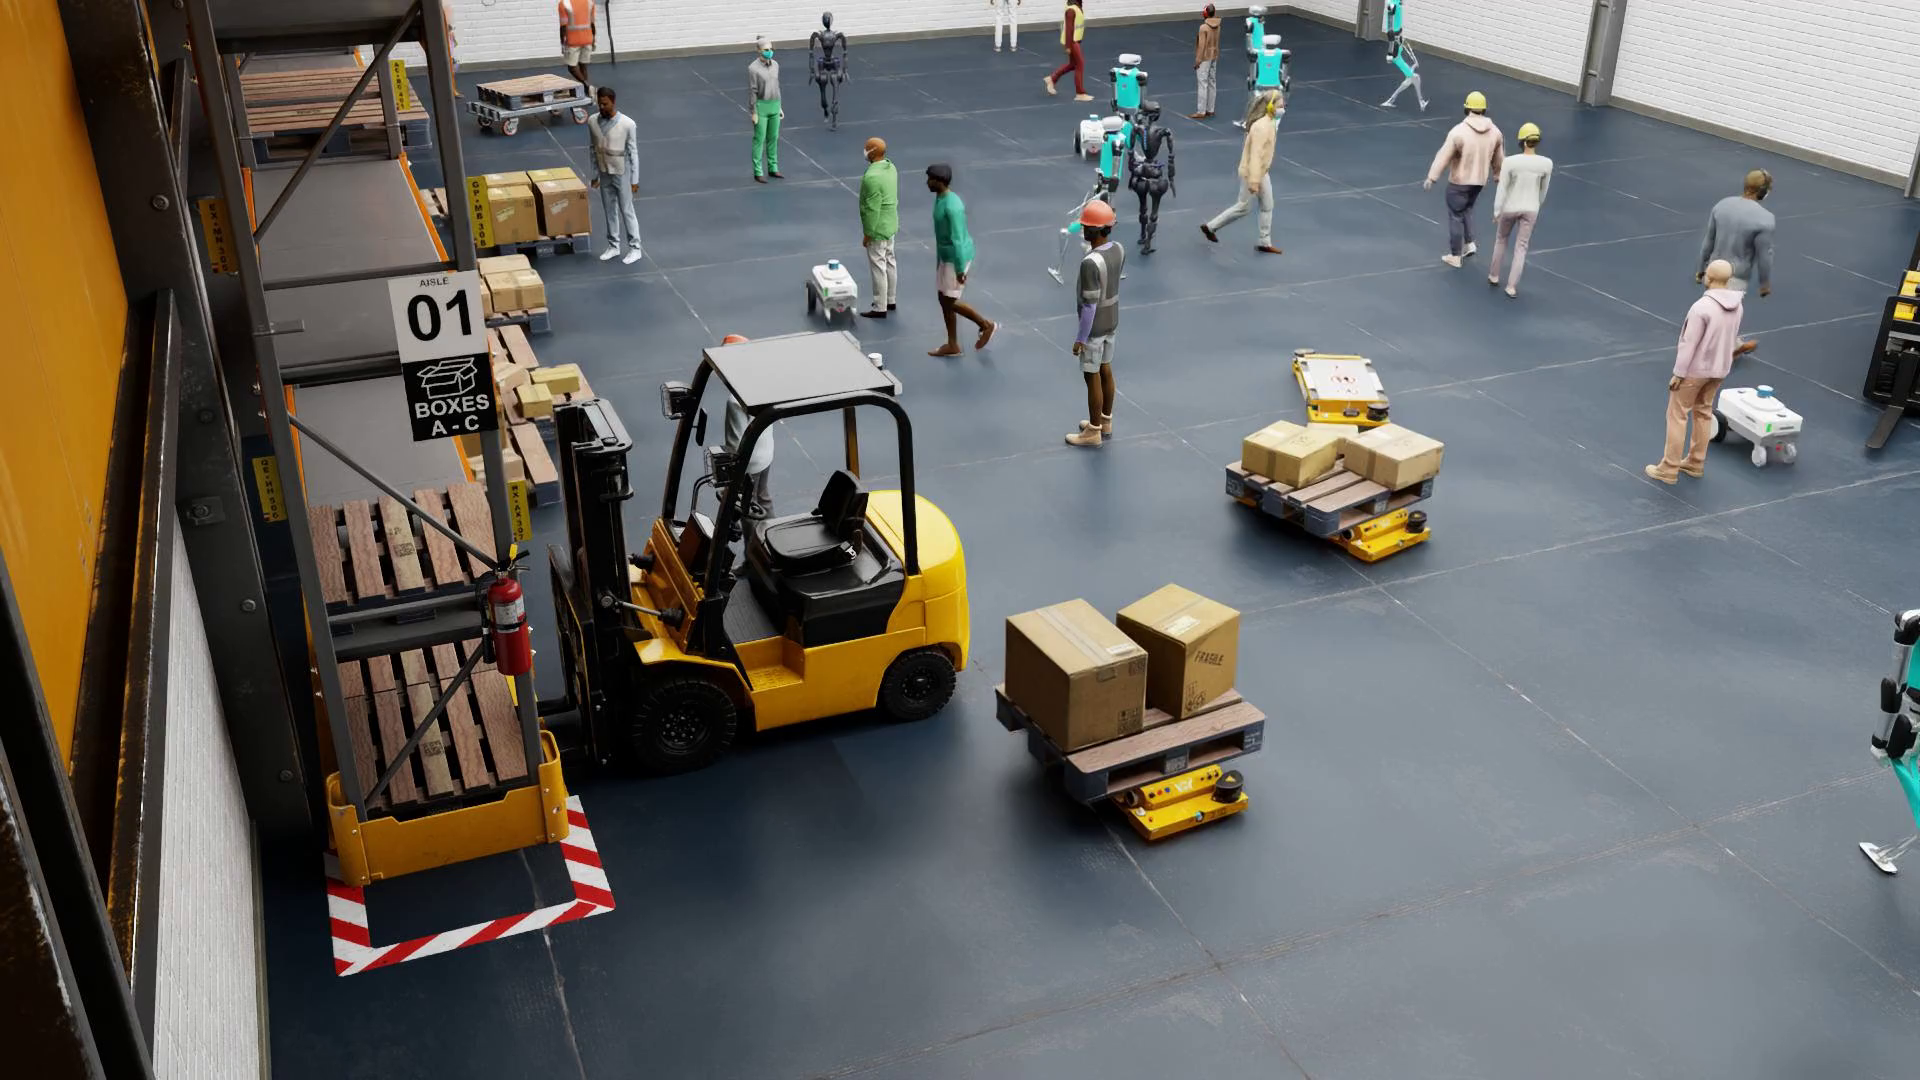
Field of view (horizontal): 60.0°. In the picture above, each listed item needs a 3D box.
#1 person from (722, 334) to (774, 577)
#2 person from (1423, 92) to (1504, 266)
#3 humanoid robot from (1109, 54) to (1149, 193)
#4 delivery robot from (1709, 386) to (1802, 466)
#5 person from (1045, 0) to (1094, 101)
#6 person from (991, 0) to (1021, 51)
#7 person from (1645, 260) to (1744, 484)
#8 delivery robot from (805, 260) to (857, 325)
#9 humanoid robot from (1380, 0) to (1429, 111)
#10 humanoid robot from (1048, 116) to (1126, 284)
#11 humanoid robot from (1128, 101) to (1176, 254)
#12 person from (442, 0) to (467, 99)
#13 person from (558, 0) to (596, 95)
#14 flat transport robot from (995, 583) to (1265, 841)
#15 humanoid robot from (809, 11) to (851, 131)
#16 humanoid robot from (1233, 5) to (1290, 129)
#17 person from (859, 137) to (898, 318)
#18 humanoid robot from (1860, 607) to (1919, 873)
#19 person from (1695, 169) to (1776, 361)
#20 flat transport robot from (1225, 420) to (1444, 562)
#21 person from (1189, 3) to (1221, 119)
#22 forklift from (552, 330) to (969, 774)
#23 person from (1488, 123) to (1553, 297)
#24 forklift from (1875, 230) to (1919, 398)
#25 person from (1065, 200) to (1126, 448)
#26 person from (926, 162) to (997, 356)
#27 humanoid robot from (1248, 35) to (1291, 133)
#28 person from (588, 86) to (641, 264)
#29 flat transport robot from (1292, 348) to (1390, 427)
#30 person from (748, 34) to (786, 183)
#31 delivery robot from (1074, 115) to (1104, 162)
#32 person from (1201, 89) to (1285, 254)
[{"bbox_3d":[-1.477,-0.585,11.515,0.351,1.738,0.572,7,28,14],"label":"person"},{"bbox_3d":[5.468,-3.886,17.953,0.828,1.849,0.497,-9,28,-17],"label":"person"},{"bbox_3d":[2.196,-5.062,20.540,0.536,1.896,0.745,21,34,36],"label":"humanoid robot"},{"bbox_3d":[6.513,-0.981,13.609,0.499,0.586,0.760,-5,27,-10],"label":"delivery robot"},{"bbox_3d":[1.696,-7.660,25.588,0.778,1.743,0.475,9,28,18],"label":"person"},{"bbox_3d":[0.814,-9.553,29.207,0.566,1.878,0.350,-3,27,-5],"label":"person"},{"bbox_3d":[5.756,-1.291,12.883,0.538,1.772,0.403,-13,29,-24],"label":"person"},{"bbox_3d":[-1.259,-2.513,16.647,0.499,0.577,0.758,-7,27,-13],"label":"delivery robot"},{"bbox_3d":[6.795,-7.329,24.976,0.906,1.801,0.550,12,29,22],"label":"humanoid robot"},{"bbox_3d":[1.273,-3.521,17.398,0.998,1.773,0.532,-3,27,-6],"label":"humanoid robot"},{"bbox_3d":[2.161,-4.046,18.473,0.596,1.639,0.586,17,31,30],"label":"humanoid robot"},{"bbox_3d":[-7.901,-7.689,25.550,0.455,1.831,0.561,1,27,1],"label":"person"},{"bbox_3d":[-5.725,-7.532,25.112,0.624,1.939,0.689,-22,34,-36],"label":"person"},{"bbox_3d":[0.973,1.202,9.596,0.659,0.231,1.431,-13,29,-24],"label":"flat transport robot"},{"bbox_3d":[-1.872,-6.767,23.918,0.601,1.642,0.722,0,27,0],"label":"humanoid robot"},{"bbox_3d":[4.374,-6.664,23.626,0.888,1.766,0.561,14,30,26],"label":"humanoid robot"},{"bbox_3d":[-0.802,-3.083,16.436,0.383,1.784,0.538,10,28,19],"label":"person"},{"bbox_3d":[4.907,1.119,8.179,0.531,1.816,0.908,-5,27,-9],"label":"humanoid robot"},{"bbox_3d":[6.991,-2.388,14.934,1.017,1.893,0.647,-9,28,-18],"label":"person"},{"bbox_3d":[2.750,-0.250,12.485,0.659,0.231,1.431,-19,32,-32],"label":"flat transport robot"},{"bbox_3d":[3.635,-7.031,24.429,0.329,1.651,0.469,24,35,39],"label":"person"},{"bbox_3d":[-1.094,0.010,9.831,2.313,2.155,1.214,-10,28,-20],"label":"forklift"},{"bbox_3d":[5.762,-3.421,17.172,0.529,1.731,0.737,4,27,9],"label":"person"},{"bbox_3d":[9.029,-2.397,14.618,1.214,2.155,2.313,18,32,32],"label":"forklift"},{"bbox_3d":[1.085,-1.742,13.481,0.374,2.044,0.604,14,30,25],"label":"person"},{"bbox_3d":[-0.007,-2.598,15.424,0.589,1.822,0.537,-6,27,-11],"label":"person"},{"bbox_3d":[4.024,-5.724,21.730,0.543,1.753,0.957,7,27,13],"label":"humanoid robot"},{"bbox_3d":[-3.731,-3.971,18.066,0.595,1.910,0.385,13,29,24],"label":"person"},{"bbox_3d":[3.345,-1.343,14.659,0.659,0.231,1.431,2,27,3],"label":"flat transport robot"},{"bbox_3d":[-2.465,-5.499,21.176,0.332,1.839,0.515,22,34,37],"label":"person"},{"bbox_3d":[1.804,-5.445,22.501,0.499,0.595,0.797,1,27,2],"label":"delivery robot"},{"bbox_3d":[3.175,-4.073,18.377,0.876,1.824,0.563,11,29,20],"label":"person"}]
